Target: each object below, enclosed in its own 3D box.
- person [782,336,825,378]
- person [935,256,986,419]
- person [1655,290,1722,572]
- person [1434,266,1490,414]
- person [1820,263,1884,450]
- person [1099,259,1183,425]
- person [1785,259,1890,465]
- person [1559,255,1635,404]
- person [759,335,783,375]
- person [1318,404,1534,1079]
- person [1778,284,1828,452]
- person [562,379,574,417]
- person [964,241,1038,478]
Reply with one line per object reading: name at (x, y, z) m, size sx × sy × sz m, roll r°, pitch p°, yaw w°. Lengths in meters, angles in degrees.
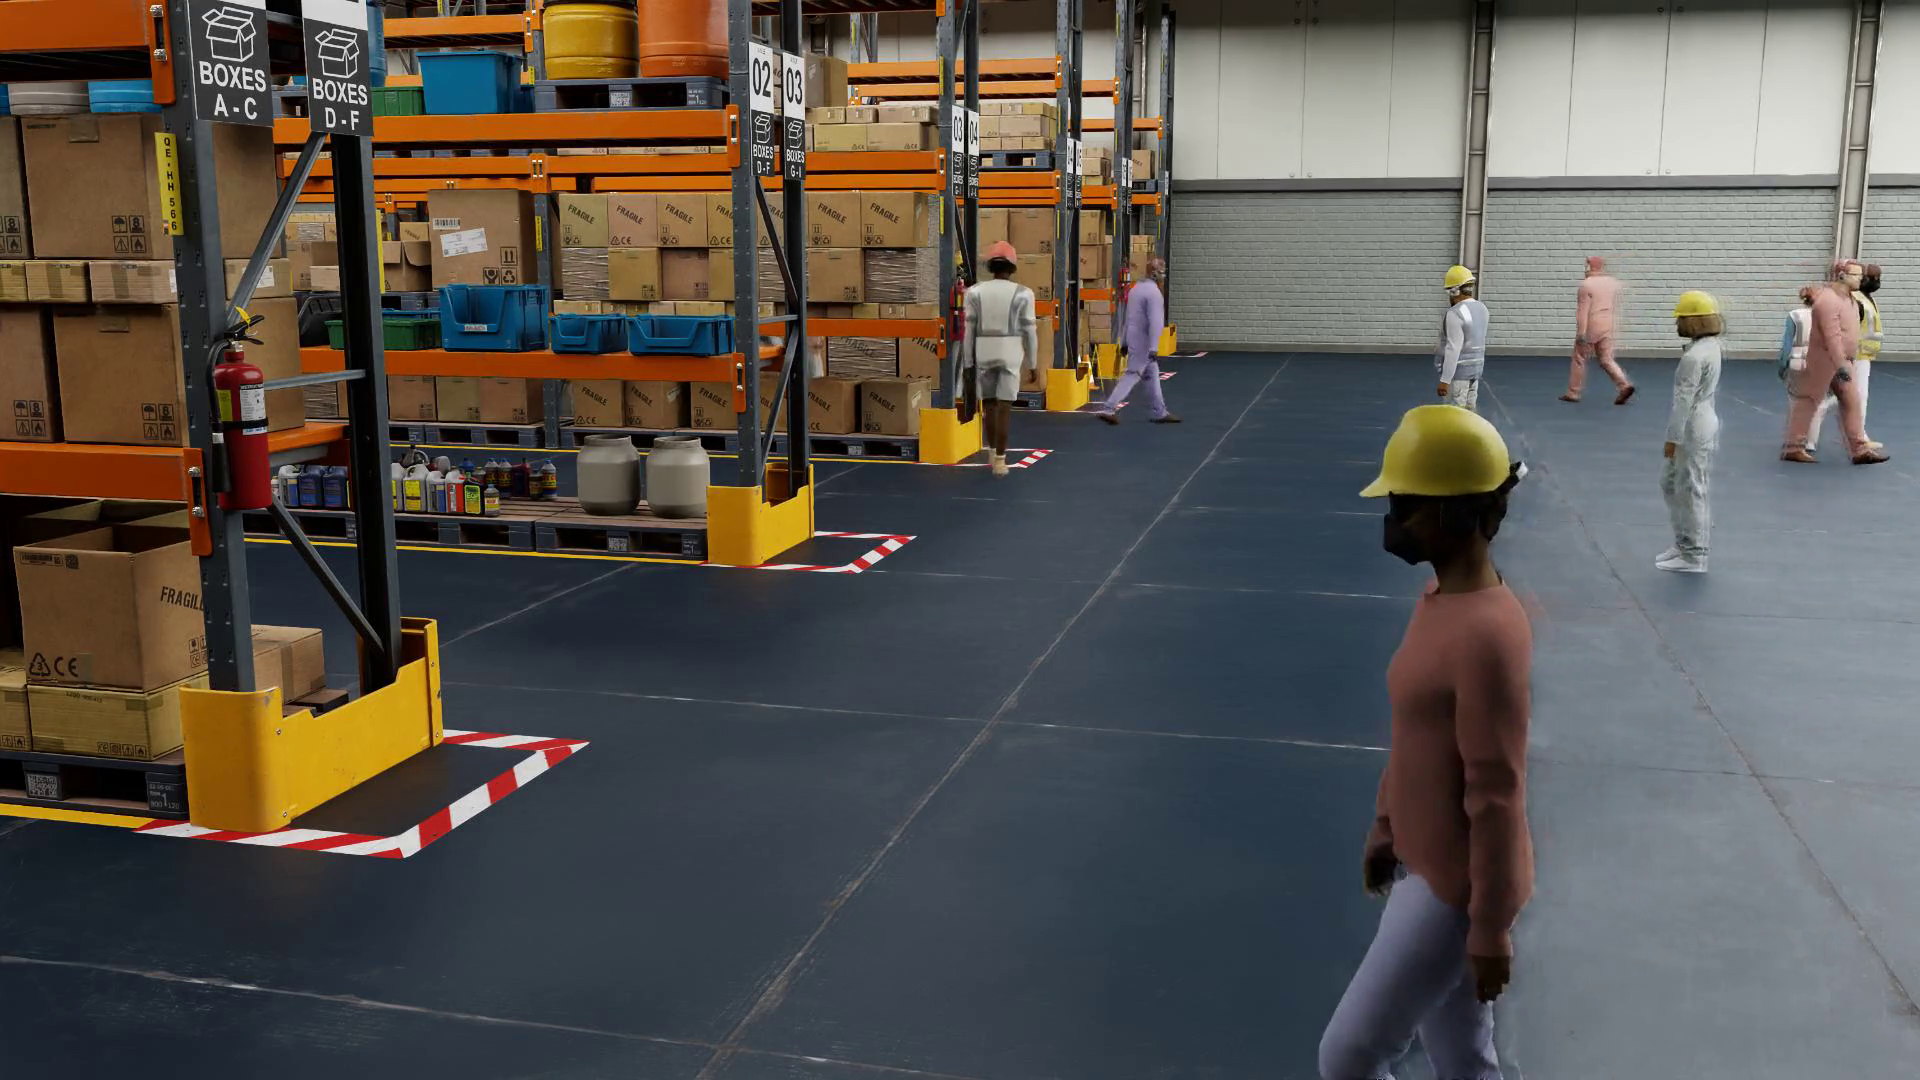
person at (-1.696, -1.942, 17.154) m, size 0.794 × 1.817 × 0.629 m, roll 3°, pitch 11°, yaw 17°
person at (0.036, -2.312, 18.925) m, size 0.645 × 1.912 × 0.386 m, roll -1°, pitch 10°, yaw -3°
person at (4.437, -0.663, 10.240) m, size 0.433 × 1.727 × 0.514 m, roll 7°, pitch 12°, yaw 33°
person at (4.238, -1.410, 14.157) m, size 0.403 × 1.822 × 0.588 m, roll 9°, pitch 14°, yaw 42°
person at (8.726, -1.802, 16.324) m, size 0.682 × 1.827 × 0.637 m, roll 7°, pitch 12°, yaw 34°
person at (1.979, -2.181, 18.383) m, size 0.987 × 1.847 × 0.704 m, roll -2°, pitch 10°, yaw -10°
person at (8.006, -1.593, 15.056) m, size 0.652 × 1.864 × 0.946 m, roll -8°, pitch 13°, yaw -38°
person at (8.000, -2.626, 20.814) m, size 0.690 × 1.864 × 0.898 m, roll -6°, pitch 12°, yaw -29°
person at (-2.014, -2.301, 19.042) m, size 0.747 × 1.836 × 0.560 m, roll 4°, pitch 11°, yaw 21°
person at (0.846, 0.624, 3.102) m, size 0.556 × 1.749 × 0.538 m, roll 2°, pitch 10°, yaw 10°
person at (8.286, -1.680, 16.212) m, size 0.566 × 1.612 × 0.607 m, roll 4°, pitch 11°, yaw 20°
person at (-4.351, -2.102, 17.998) m, size 0.712 × 1.818 × 0.624 m, roll 3°, pitch 11°, yaw 16°
person at (0.389, -1.575, 14.504) m, size 0.638 × 2.021 × 0.760 m, roll 3°, pitch 11°, yaw 18°
